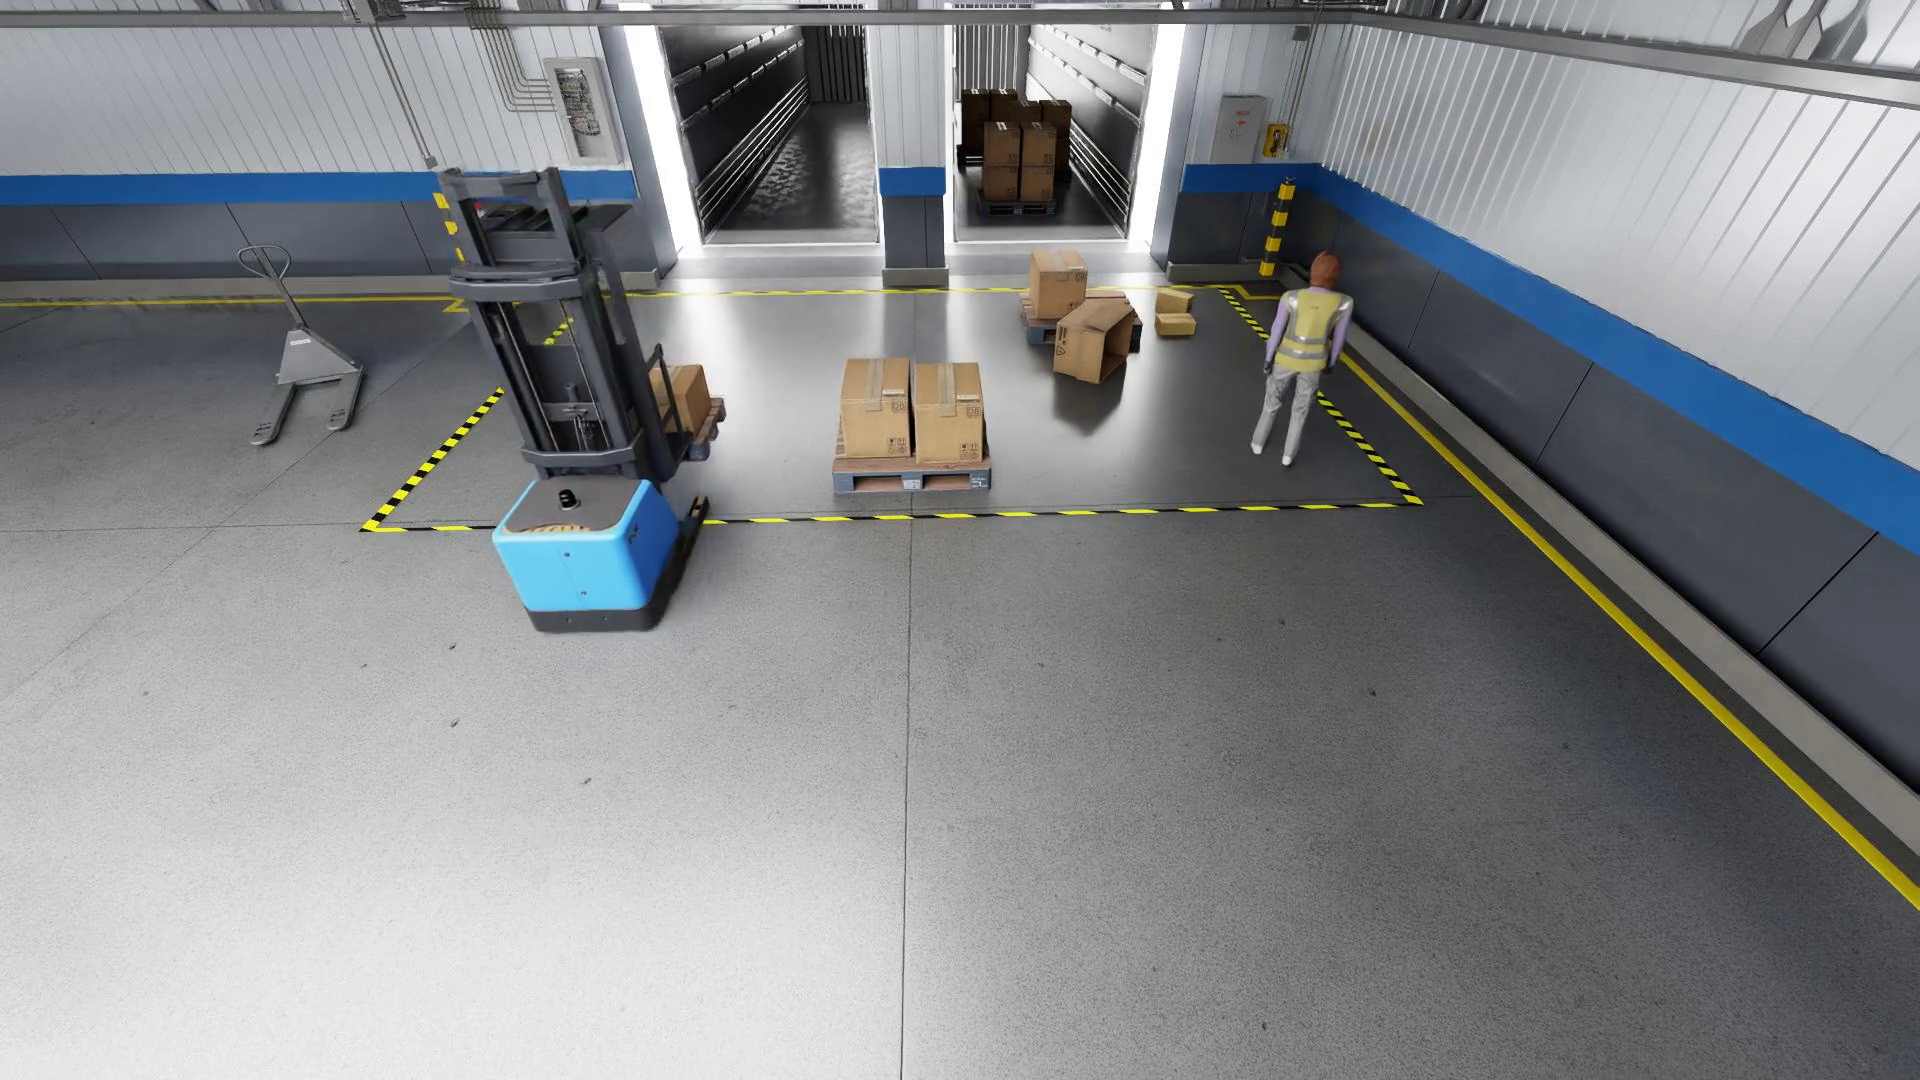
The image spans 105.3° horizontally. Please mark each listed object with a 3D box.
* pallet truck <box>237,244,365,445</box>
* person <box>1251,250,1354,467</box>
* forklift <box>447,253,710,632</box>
[{"bbox_3d":[-5.915,-1.733,6.366,0.680,1.201,1.601,-18,42,-21],"label":"pallet truck"},{"bbox_3d":[2.563,-1.329,5.545,0.524,1.640,0.384,14,40,16],"label":"person"},{"bbox_3d":[-2.214,-0.485,4.147,0.716,2.013,0.776,-1,38,-1],"label":"forklift"}]
